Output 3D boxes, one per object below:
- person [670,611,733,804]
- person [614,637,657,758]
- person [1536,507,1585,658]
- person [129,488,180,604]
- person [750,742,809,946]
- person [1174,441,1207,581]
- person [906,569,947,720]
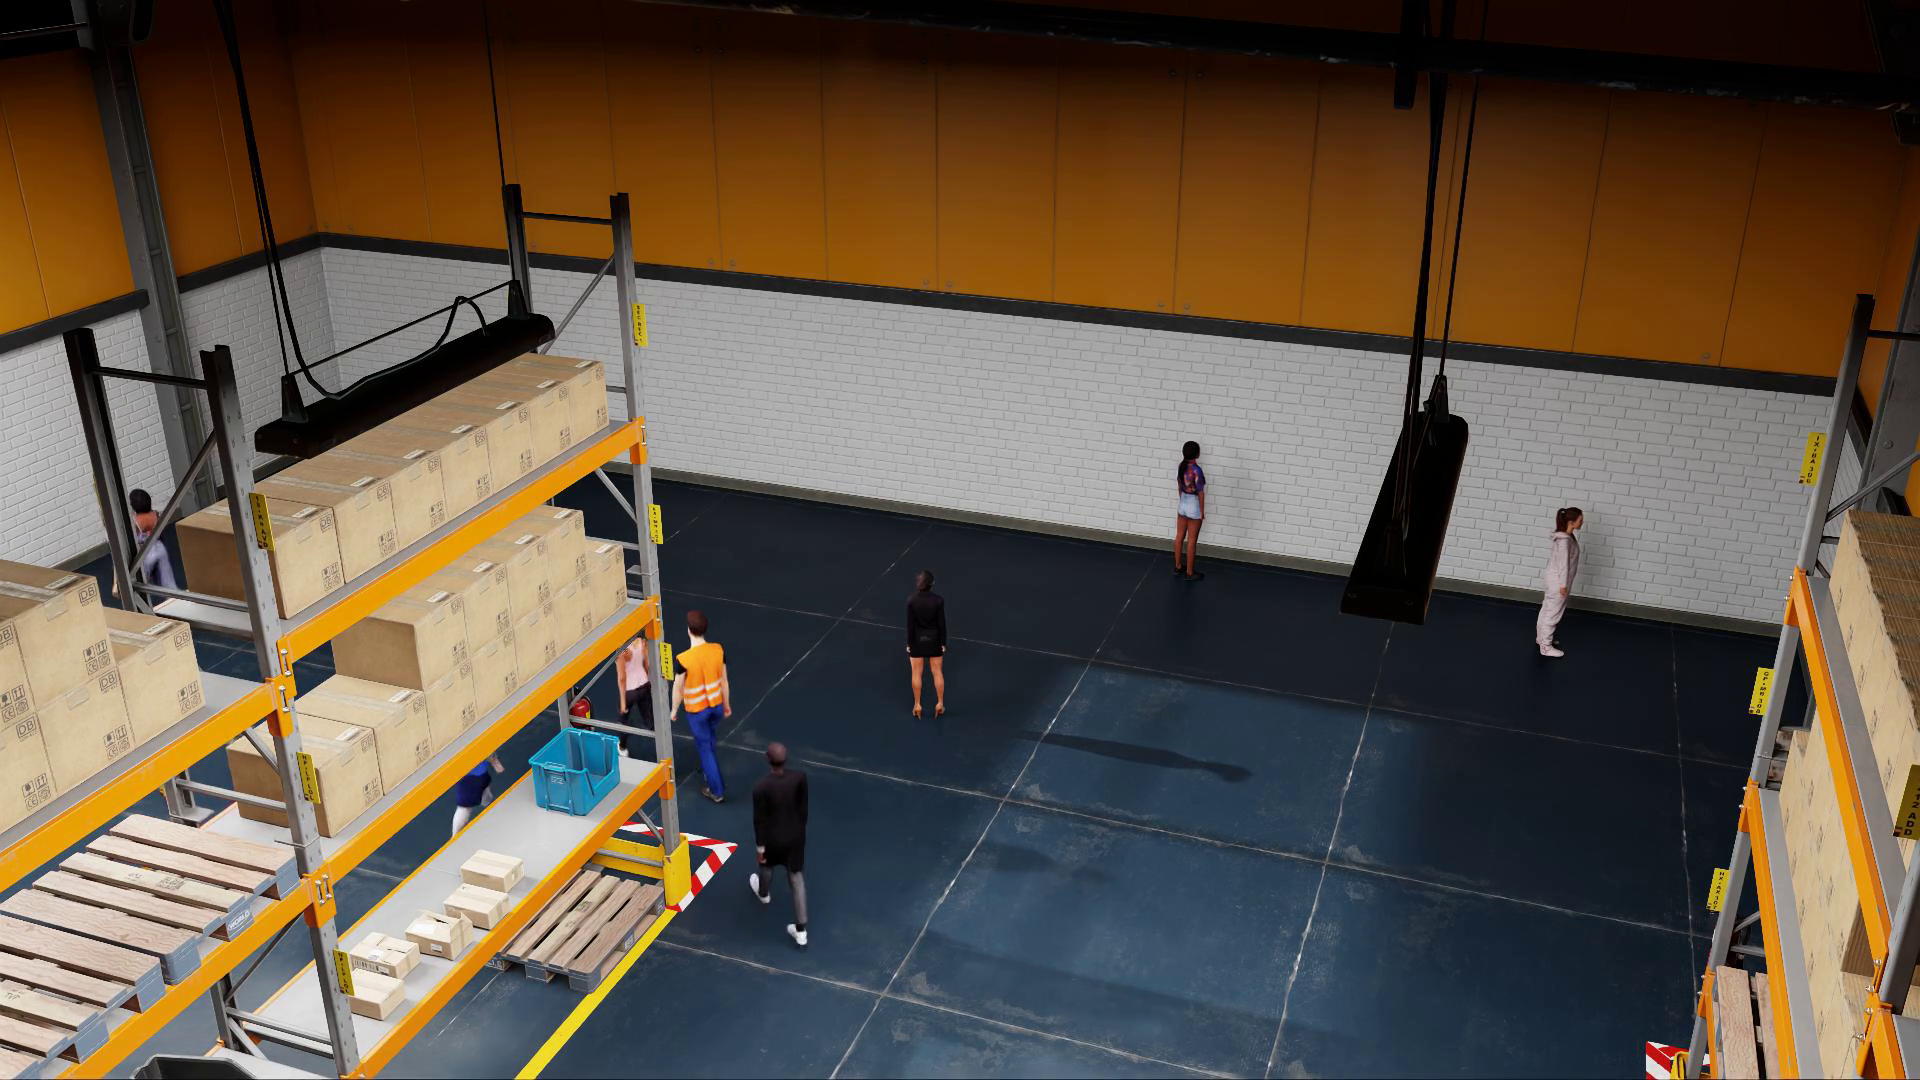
[{"bbox_3d":[-2.311,1.580,15.305,0.938,1.864,0.948,-21,31,-40],"label":"person"},{"bbox_3d":[-3.038,1.474,15.853,0.932,1.618,1.094,22,32,40],"label":"person"},{"bbox_3d":[6.520,0.423,18.165,0.732,1.692,0.560,4,24,9],"label":"person"},{"bbox_3d":[-8.987,0.251,18.617,0.854,1.646,1.098,16,28,32],"label":"person"},{"bbox_3d":[-1.402,2.474,13.440,1.159,1.718,1.192,-12,26,-25],"label":"person"},{"bbox_3d":[2.750,-0.371,19.918,0.697,1.743,0.670,-15,28,-31],"label":"person"},{"bbox_3d":[-0.341,1.053,16.791,0.654,1.639,0.707,-1,24,-1],"label":"person"}]
